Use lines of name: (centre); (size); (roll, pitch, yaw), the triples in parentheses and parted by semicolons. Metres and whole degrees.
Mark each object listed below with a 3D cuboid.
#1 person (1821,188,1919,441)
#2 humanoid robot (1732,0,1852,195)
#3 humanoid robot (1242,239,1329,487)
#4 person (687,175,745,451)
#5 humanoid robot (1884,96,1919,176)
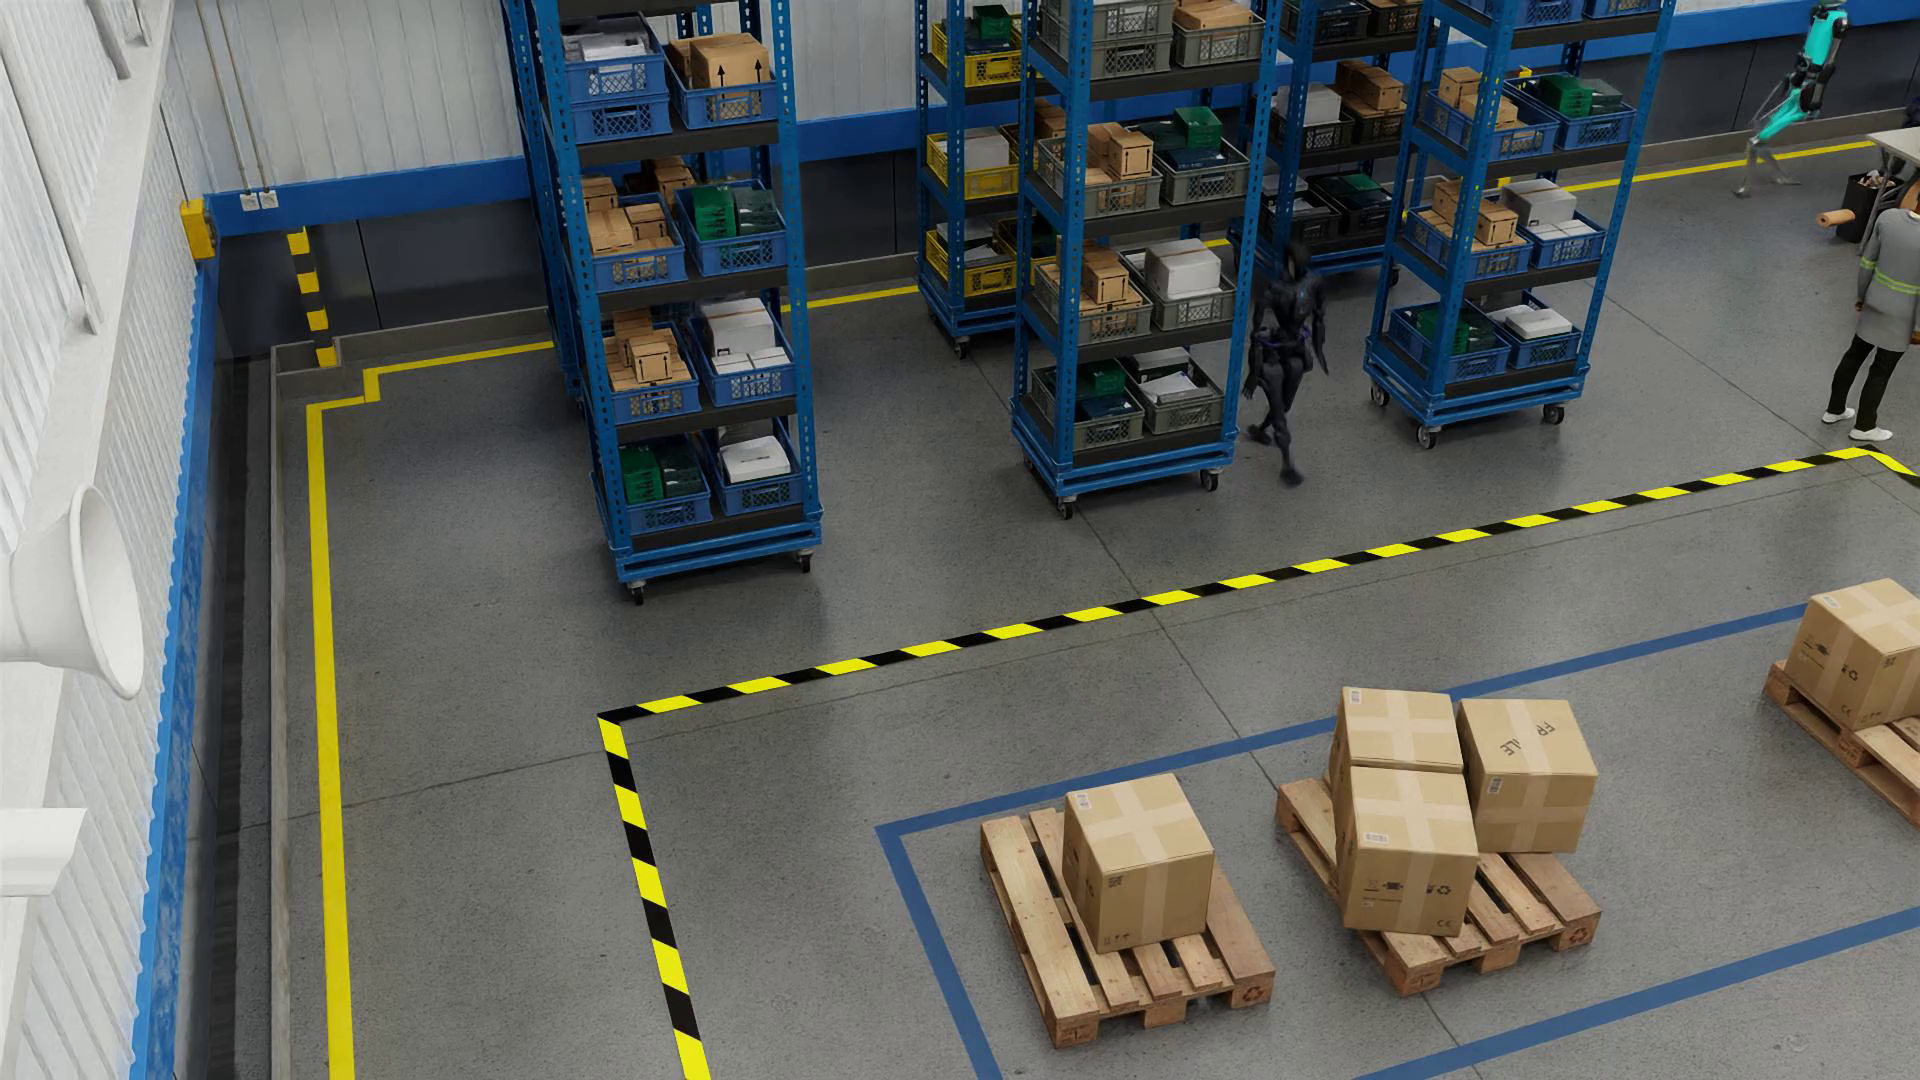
person: (6.096, -1.517, 10.838); (0.396, 1.847, 0.587); (-12, 37, -16)
humanoid robot: (6.995, -3.788, 14.186); (0.878, 1.785, 0.561); (0, 35, 0)
humanoid robot: (2.055, -1.155, 10.525); (0.609, 1.658, 0.742); (-16, 38, -22)
person: (-1.501, -1.394, 10.601); (0.472, 1.914, 0.661); (-2, 35, -3)
humanoid robot: (7.916, -3.438, 13.753); (0.701, 1.648, 0.586); (5, 35, 6)
